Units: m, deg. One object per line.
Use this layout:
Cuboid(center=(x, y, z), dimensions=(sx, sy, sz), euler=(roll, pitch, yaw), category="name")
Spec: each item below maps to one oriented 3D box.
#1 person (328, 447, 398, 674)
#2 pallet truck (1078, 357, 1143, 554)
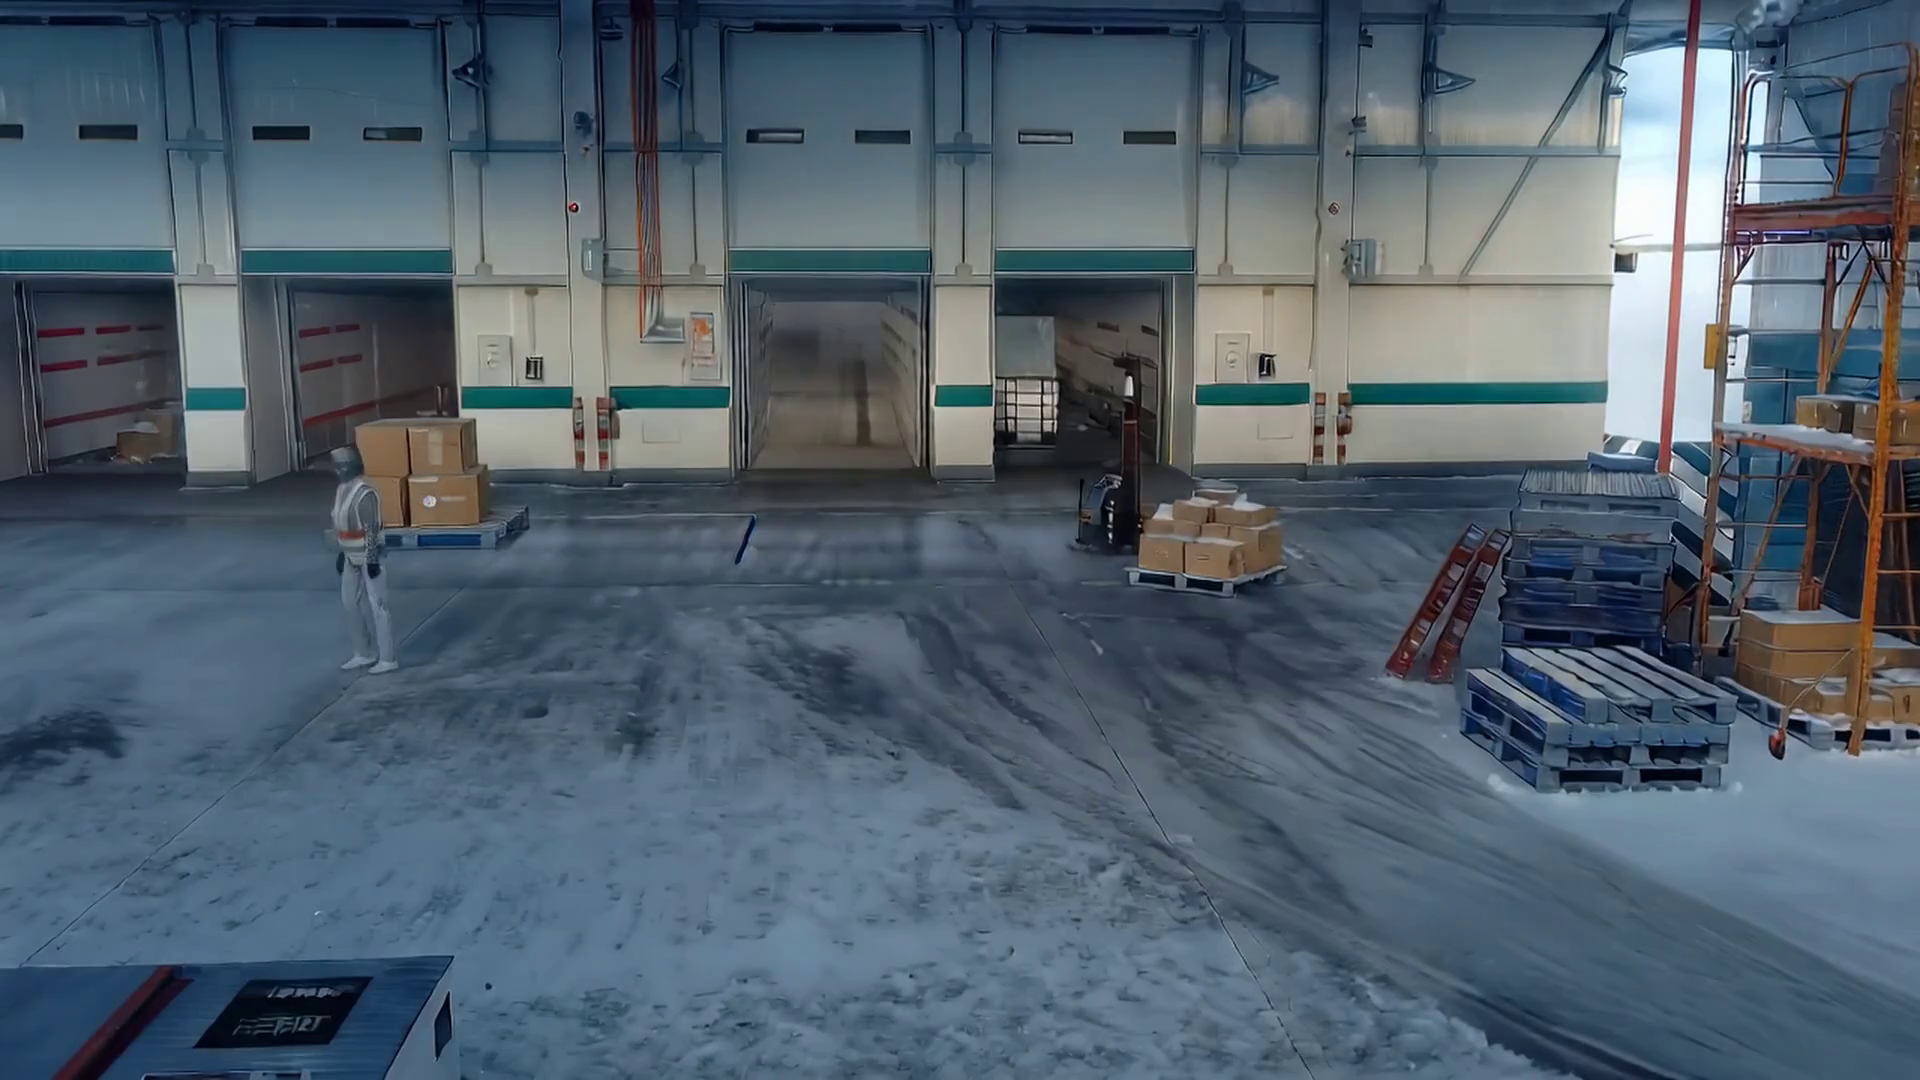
Cuboid(center=(-4.242, 0.145, 11.776), dimensions=(0.375, 1.615, 0.517), euler=(-8, 12, -42), category="person")
Cuboid(center=(2.088, -0.836, 16.757), dimensions=(1.885, 1.965, 0.823), euler=(2, 9, 13), category="pallet truck")
